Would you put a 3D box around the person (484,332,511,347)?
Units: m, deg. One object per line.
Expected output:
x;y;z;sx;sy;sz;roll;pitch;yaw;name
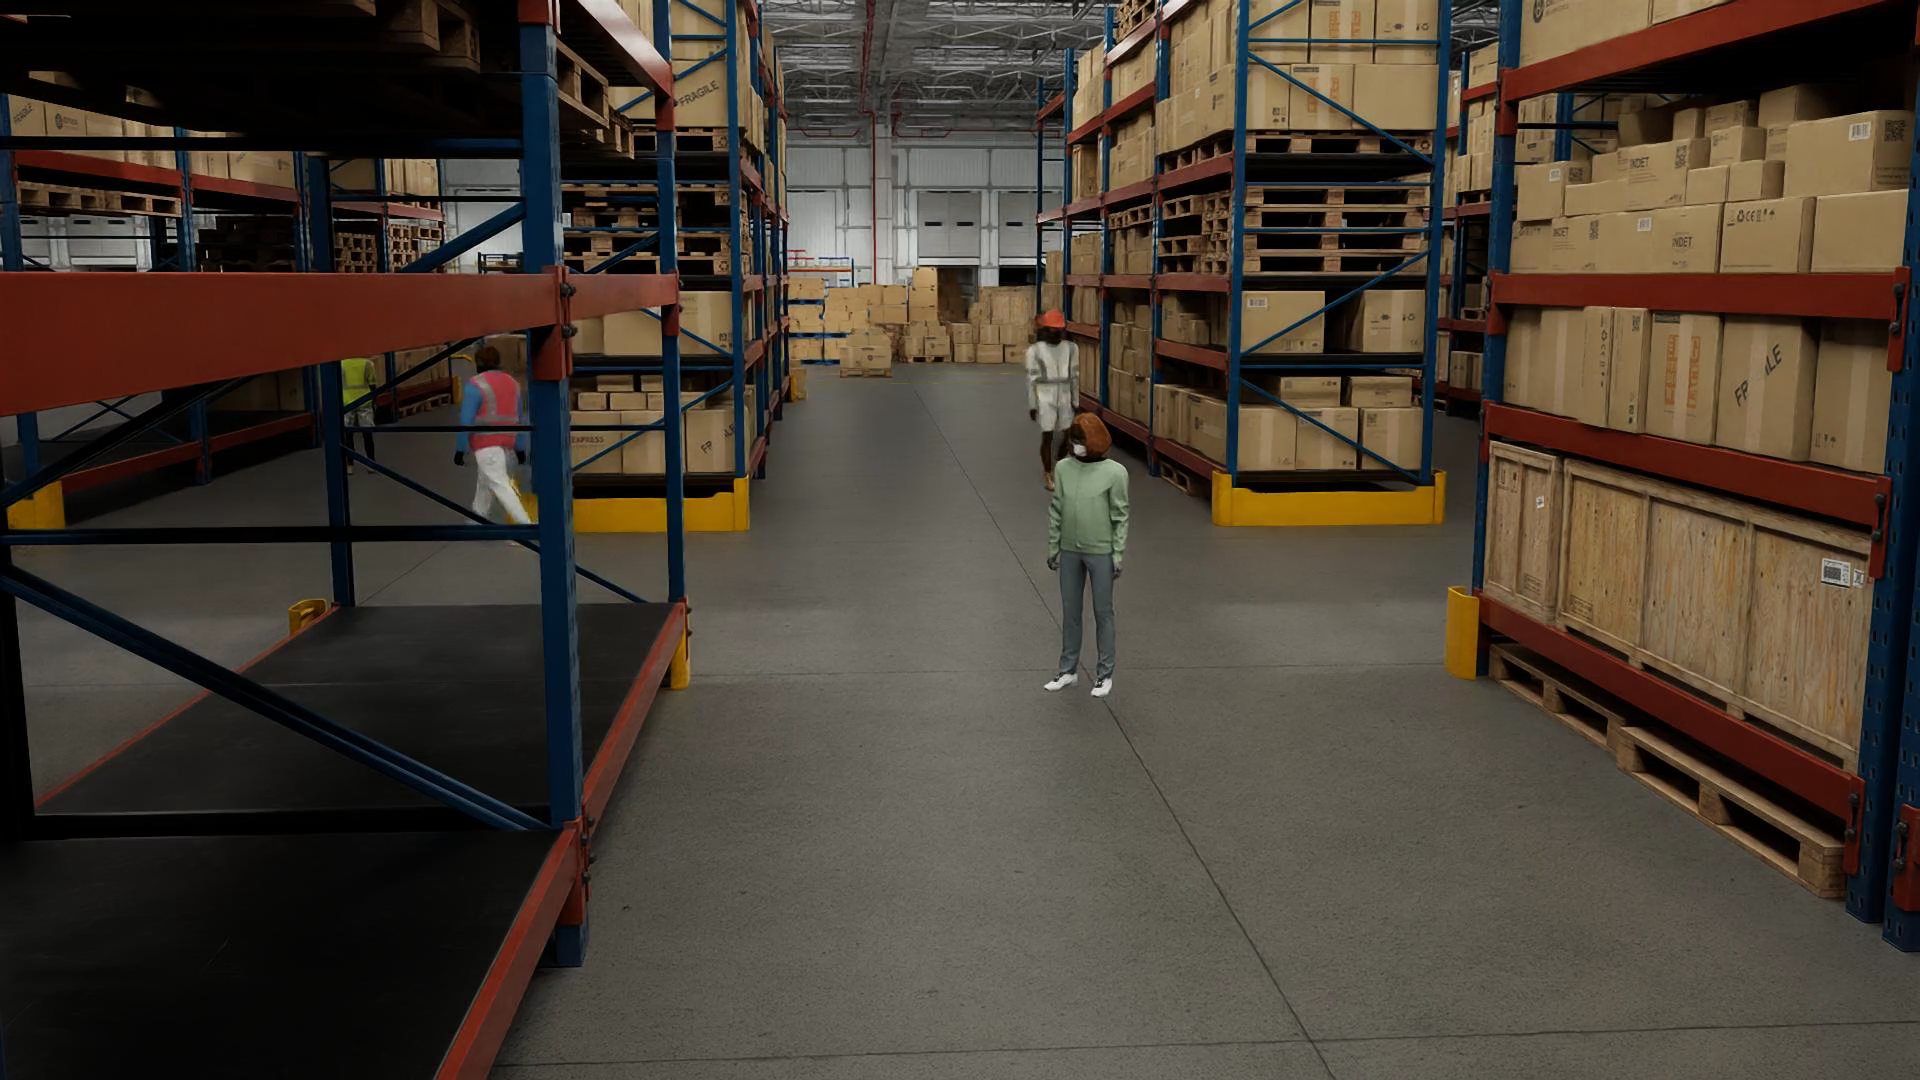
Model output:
-8.921;-3.550;32.162;0.566;1.680;0.452;-4;10;-24;person

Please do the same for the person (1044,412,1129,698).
0.724;0.081;9.524;0.498;1.633;0.279;6;11;33;person

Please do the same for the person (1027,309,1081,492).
1.054;-1.540;18.462;0.646;2.028;0.426;-3;9;-16;person

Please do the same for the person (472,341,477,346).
-16.334;-7.501;56.390;0.925;1.870;0.593;-4;10;-22;person

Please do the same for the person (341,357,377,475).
-7.296;-1.626;20.046;0.541;1.695;0.316;-6;11;-32;person

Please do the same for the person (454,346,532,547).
-4.141;-0.831;14.818;0.942;1.783;0.678;4;10;24;person

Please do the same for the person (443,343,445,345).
-17.527;-7.391;55.571;0.596;1.922;0.630;-6;11;-34;person

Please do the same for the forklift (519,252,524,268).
-7.637;-3.940;30.867;1.129;2.768;1.873;-1;9;-4;forklift

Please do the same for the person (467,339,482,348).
-16.166;-7.358;55.491;0.611;1.868;1.009;4;10;24;person
